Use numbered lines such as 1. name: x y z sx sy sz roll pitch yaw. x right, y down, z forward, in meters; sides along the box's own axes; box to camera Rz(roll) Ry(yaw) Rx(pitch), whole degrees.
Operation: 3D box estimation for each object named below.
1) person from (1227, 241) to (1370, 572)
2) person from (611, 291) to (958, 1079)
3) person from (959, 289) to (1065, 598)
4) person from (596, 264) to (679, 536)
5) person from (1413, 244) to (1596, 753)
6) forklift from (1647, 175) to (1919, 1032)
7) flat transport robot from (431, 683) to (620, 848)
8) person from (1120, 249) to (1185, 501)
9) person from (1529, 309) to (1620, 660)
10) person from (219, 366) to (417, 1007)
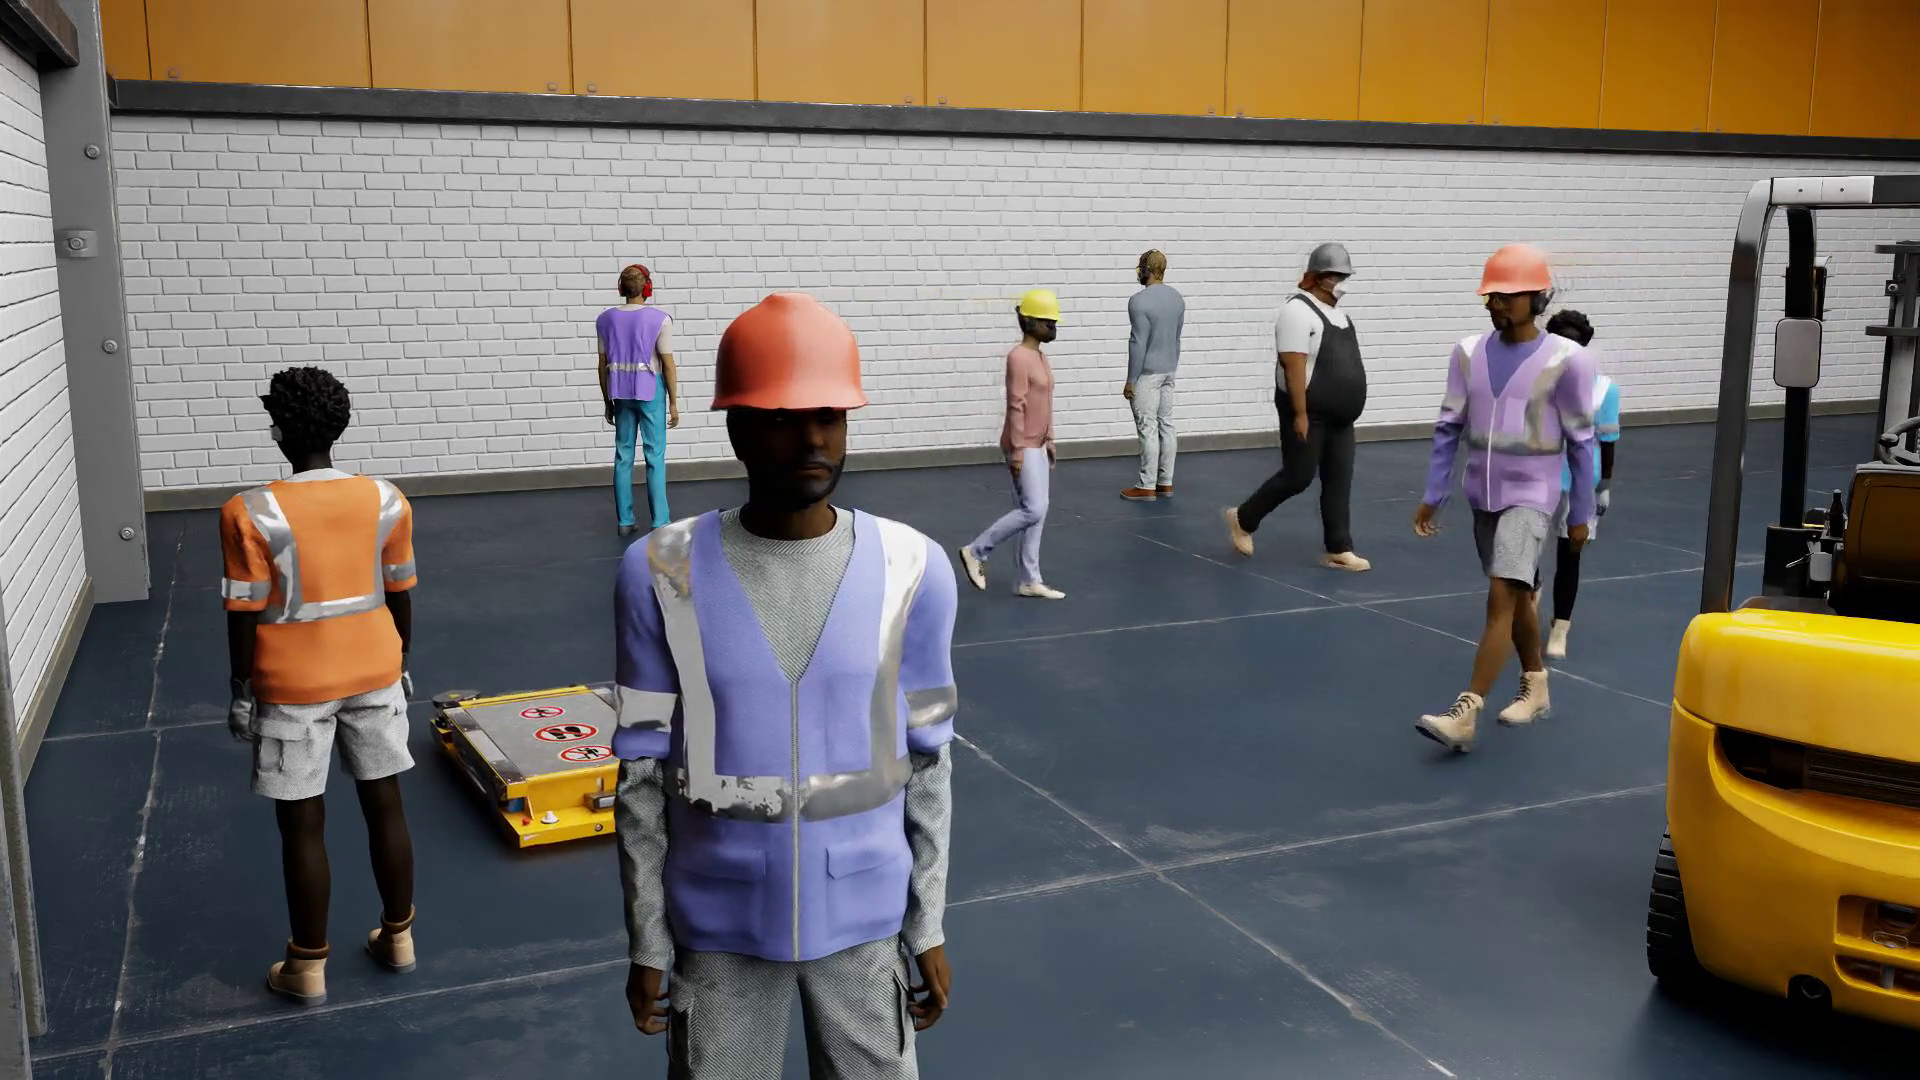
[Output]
1. person: 2.126 -0.837 10.216 0.831 2.000 0.695 10 14 42
2. person: -0.267 0.586 2.643 0.545 1.943 0.347 -2 10 -10
3. person: 0.330 -0.521 9.299 0.517 1.748 0.530 3 11 18
4. person: -2.183 -0.936 11.284 0.565 1.849 0.389 3 11 15
5. person: 2.137 -0.167 6.638 1.044 1.988 0.612 -7 13 -36
6. forklift: 2.810 0.094 4.662 1.214 2.155 2.313 7 12 34
7. flat transport robot: -1.487 0.784 6.160 0.652 0.197 1.431 -6 12 -28
8. person: 1.485 -1.272 12.896 0.368 1.939 0.632 8 13 39
9. person: 2.906 -0.279 8.092 0.548 1.686 0.448 4 11 22
10. person: -1.693 0.384 4.455 0.319 1.690 0.531 9 14 40
